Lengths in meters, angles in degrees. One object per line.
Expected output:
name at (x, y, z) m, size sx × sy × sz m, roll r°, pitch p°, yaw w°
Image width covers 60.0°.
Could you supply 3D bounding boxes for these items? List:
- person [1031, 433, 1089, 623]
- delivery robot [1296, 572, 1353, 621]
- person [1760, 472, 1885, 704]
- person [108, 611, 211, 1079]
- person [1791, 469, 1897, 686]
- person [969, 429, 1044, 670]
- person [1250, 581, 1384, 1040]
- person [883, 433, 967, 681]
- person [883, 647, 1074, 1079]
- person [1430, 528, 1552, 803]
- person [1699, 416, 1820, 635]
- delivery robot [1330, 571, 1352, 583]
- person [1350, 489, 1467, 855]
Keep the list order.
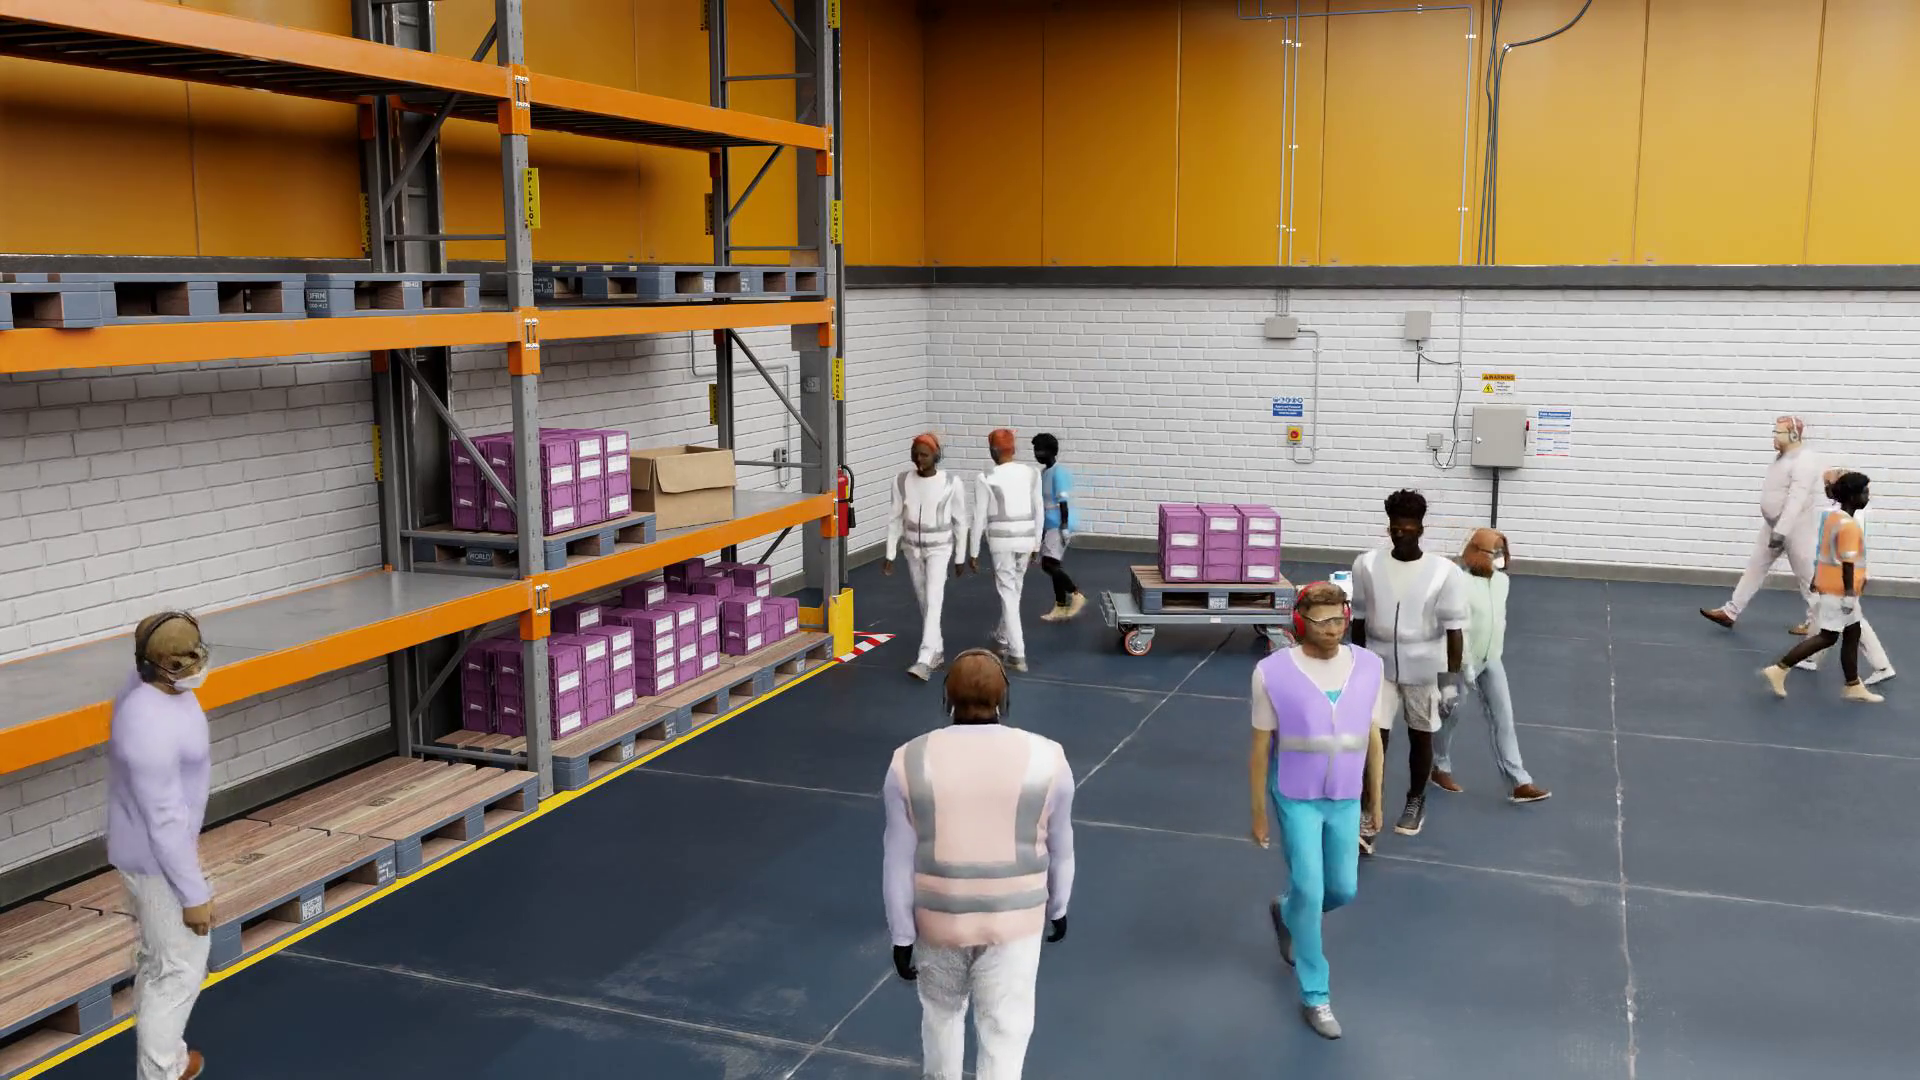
person at (0.819, -0.100, 14.484) m, size 0.416 × 1.668 × 0.567 m, roll -2°, pitch 9°, yaw -11°
delivery robot at (3.171, 0.508, 13.882) m, size 0.707 × 0.478 × 0.477 m, roll 1°, pitch 9°, yaw 7°
person at (6.140, 0.340, 11.755) m, size 0.785 × 1.672 × 0.537 m, roll 3°, pitch 10°, yaw 18°
person at (-2.833, 1.157, 5.947) m, size 0.372 × 1.898 × 0.758 m, roll -4°, pitch 10°, yaw -24°
person at (6.654, 0.267, 12.435) m, size 0.512 × 1.595 × 0.847 m, roll -8°, pitch 12°, yaw -41°
person at (0.325, 0.046, 13.034) m, size 0.598 × 1.843 × 0.903 m, roll -5°, pitch 10°, yaw -27°
person at (1.442, 1.044, 6.843) m, size 0.571 × 1.824 × 0.715 m, roll -2°, pitch 9°, yaw -15°
person at (-0.289, 0.125, 12.543) m, size 0.576 × 1.835 × 0.967 m, roll 4°, pitch 10°, yaw 21°
person at (0.071, 1.245, 5.612) m, size 0.623 × 1.810 × 0.832 m, roll 1°, pitch 9°, yaw 3°
person at (3.024, 0.730, 9.528) m, size 0.503 × 1.590 × 0.840 m, roll -5°, pitch 10°, yaw -28°
person at (6.867, -0.115, 14.017) m, size 1.022 × 1.850 × 0.657 m, roll 0°, pitch 9°, yaw 2°
delivery robot at (3.551, 0.427, 14.394) m, size 0.477 × 0.478 × 0.707 m, roll -7°, pitch 11°, yaw -36°
person at (2.310, 0.695, 8.731) m, size 0.633 × 1.911 × 0.983 m, roll 5°, pitch 10°, yaw 28°
